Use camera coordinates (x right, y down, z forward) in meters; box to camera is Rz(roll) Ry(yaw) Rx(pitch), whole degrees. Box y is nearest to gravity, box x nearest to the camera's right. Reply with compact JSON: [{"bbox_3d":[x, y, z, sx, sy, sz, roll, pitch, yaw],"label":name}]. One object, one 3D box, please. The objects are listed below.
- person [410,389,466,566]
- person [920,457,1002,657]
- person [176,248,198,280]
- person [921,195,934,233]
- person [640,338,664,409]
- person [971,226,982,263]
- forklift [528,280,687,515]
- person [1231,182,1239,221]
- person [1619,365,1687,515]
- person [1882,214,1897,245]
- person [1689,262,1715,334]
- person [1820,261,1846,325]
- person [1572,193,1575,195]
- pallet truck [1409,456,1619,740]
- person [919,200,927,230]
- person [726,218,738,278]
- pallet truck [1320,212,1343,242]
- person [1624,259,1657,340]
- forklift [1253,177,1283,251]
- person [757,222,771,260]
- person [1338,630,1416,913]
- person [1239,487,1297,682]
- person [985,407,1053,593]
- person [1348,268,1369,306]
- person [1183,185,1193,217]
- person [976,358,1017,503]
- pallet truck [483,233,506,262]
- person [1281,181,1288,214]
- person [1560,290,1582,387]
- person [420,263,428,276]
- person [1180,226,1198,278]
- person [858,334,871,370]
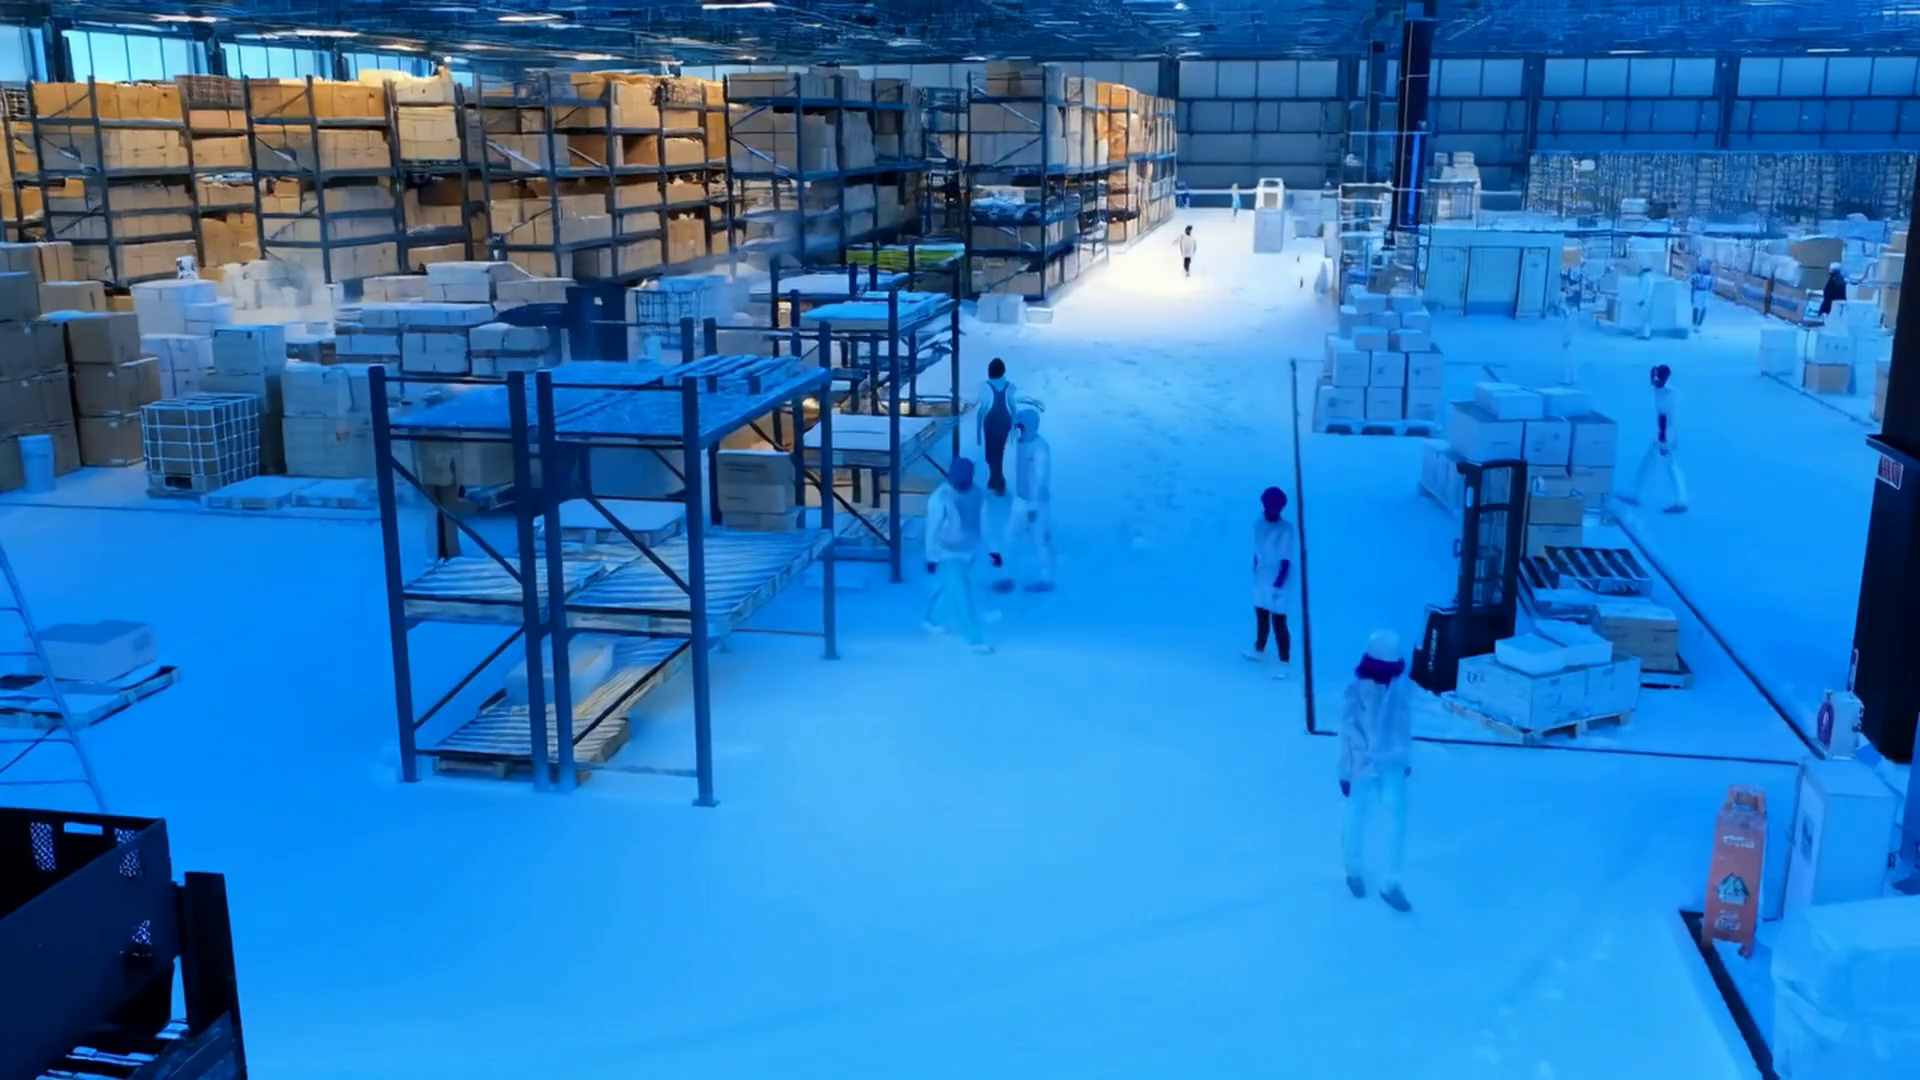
[{"bbox_3d":[-5.583,-0.666,17.870,0.595,1.925,0.371,4,14,14],"label":"person"},{"bbox_3d":[-0.033,0.108,15.027,0.975,1.800,0.630,12,18,41],"label":"person"},{"bbox_3d":[-20.314,-6.868,43.729,0.519,1.601,0.836,-8,16,-29],"label":"person"},{"bbox_3d":[-1.458,-13.871,71.529,0.637,1.914,0.891,3,14,11],"label":"person"},{"bbox_3d":[-4.103,-1.862,22.870,0.693,1.858,0.671,-7,15,-25],"label":"person"},{"bbox_3d":[0.578,-10.252,56.993,0.428,1.836,0.618,13,19,42],"label":"person"},{"bbox_3d":[-4.323,-1.723,20.198,1.873,2.768,1.129,4,15,17],"label":"forklift"},{"bbox_3d":[14.275,-17.580,86.434,0.414,1.985,0.611,1,14,4],"label":"person"},{"bbox_3d":[8.605,-1.233,20.443,0.525,1.791,0.984,-10,17,-36],"label":"person"},{"bbox_3d":[33.138,-10.765,59.301,0.893,1.720,0.535,-5,15,-19],"label":"person"},{"bbox_3d":[17.202,-5.639,38.622,0.534,1.657,0.860,4,14,15],"label":"person"},{"bbox_3d":[17.906,-4.723,34.196,0.373,1.997,0.616,-1,14,-4],"label":"person"},{"bbox_3d":[33.290,-18.384,89.998,0.579,1.841,0.422,-9,16,-32],"label":"person"},{"bbox_3d":[4.504,0.400,13.395,0.823,1.965,1.885,-6,15,-23],"label":"pallet truck"},{"bbox_3d":[-1.719,-15.359,78.170,0.530,1.599,0.819,5,15,19],"label":"person"},{"bbox_3d":[-7.282,-9.346,53.125,0.392,1.922,0.588,-5,15,-20],"label":"person"},{"bbox_3d":[15.874,-13.227,70.310,0.680,1.201,1.601,10,17,35],"label":"pallet truck"},{"bbox_3d":[15.213,-5.363,37.169,0.705,1.808,0.628,3,14,11],"label":"person"},{"bbox_3d":[12.083,-12.747,64.956,1.129,2.768,1.873,3,14,10],"label":"forklift"},{"bbox_3d":[-7.072,-10.913,60.083,0.527,1.617,0.349,-9,16,-32],"label":"person"},{"bbox_3d":[2.519,1.385,9.962,0.502,1.720,0.663,-3,14,-11],"label":"person"},{"bbox_3d":[2.665,0.329,14.362,0.317,1.670,0.761,-4,14,-17],"label":"person"},{"bbox_3d":[0.591,-0.375,16.704,0.803,1.914,0.655,-5,15,-21],"label":"person"},{"bbox_3d":[8.062,-4.516,33.509,0.787,1.912,0.545,12,18,40],"label":"person"},{"bbox_3d":[12.331,-18.388,90.247,0.546,1.725,0.761,-4,14,-14],"label":"person"},{"bbox_3d":[0.488,-1.388,21.040,0.518,1.822,0.847,-5,15,-18],"label":"person"},{"bbox_3d":[-11.832,-7.026,43.548,1.885,1.965,0.823,8,16,28],"label":"pallet truck"},{"bbox_3d":[18.210,-19.247,93.507,0.649,1.836,0.431,-10,17,-34],"label":"person"},{"bbox_3d":[11.203,-3.690,30.481,0.330,1.766,0.531,5,15,19],"label":"person"},{"bbox_3d":[-11.669,-5.114,36.214,0.621,1.794,1.031,-12,18,-39],"label":"person"},{"bbox_3d":[7.306,-9.233,53.228,0.536,1.648,0.889,-5,15,-20],"label":"person"},{"bbox_3d":[-1.894,-4.300,32.558,0.600,1.959,0.375,6,15,23],"label":"person"}]
